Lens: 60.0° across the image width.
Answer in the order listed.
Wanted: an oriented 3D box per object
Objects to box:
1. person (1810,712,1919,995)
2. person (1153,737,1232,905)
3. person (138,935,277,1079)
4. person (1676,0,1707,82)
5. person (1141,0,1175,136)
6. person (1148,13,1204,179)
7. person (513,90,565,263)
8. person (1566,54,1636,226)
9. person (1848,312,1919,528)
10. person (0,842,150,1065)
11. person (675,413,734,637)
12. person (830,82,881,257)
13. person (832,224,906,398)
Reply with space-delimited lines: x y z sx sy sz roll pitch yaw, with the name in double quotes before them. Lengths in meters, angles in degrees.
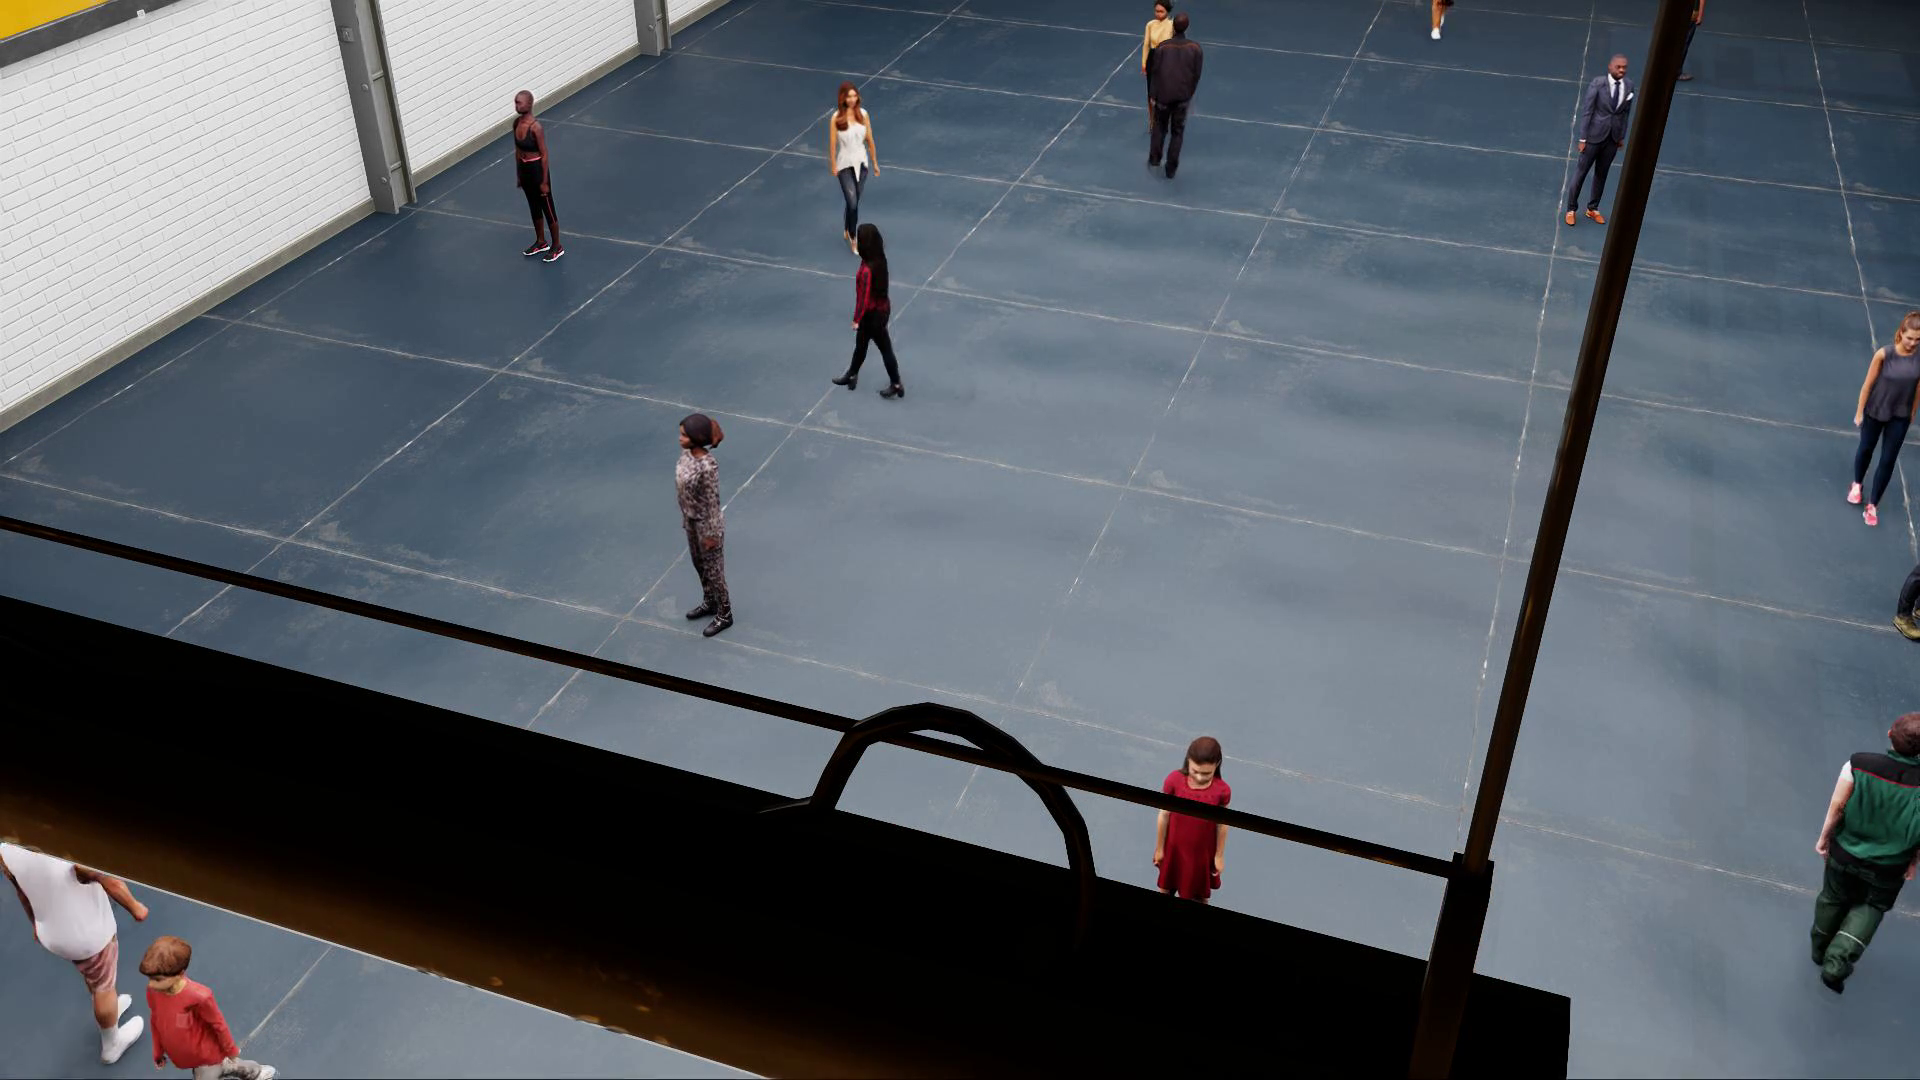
"person" 4.810 1.679 8.804 0.789 1.832 0.984 21 39 28
"person" 1.261 1.659 9.084 0.581 1.556 0.641 6 34 9
"person" -3.664 2.413 8.095 0.538 1.396 0.941 13 36 18
"person" 9.552 -6.976 21.847 0.883 1.808 0.816 -13 36 -18
"person" 2.432 -5.744 20.135 0.585 1.652 0.497 9 35 14
"person" 2.430 -5.010 18.878 0.805 1.820 0.830 2 34 3
"person" -4.339 -3.741 17.024 0.643 1.758 0.611 21 39 28
"person" 6.867 -4.306 17.816 0.780 1.824 0.771 -3 34 -5
"person" 7.219 -1.024 12.985 0.599 1.706 0.866 12 36 18
"person" -4.505 2.002 8.378 0.671 1.766 0.696 6 34 10
"person" -1.788 -0.117 11.613 0.724 1.714 0.682 -21 39 -28
"person" -1.161 -3.902 17.264 0.880 1.762 0.917 -19 38 -26
"person" -0.643 -1.954 14.451 0.780 1.632 0.893 4 34 6
